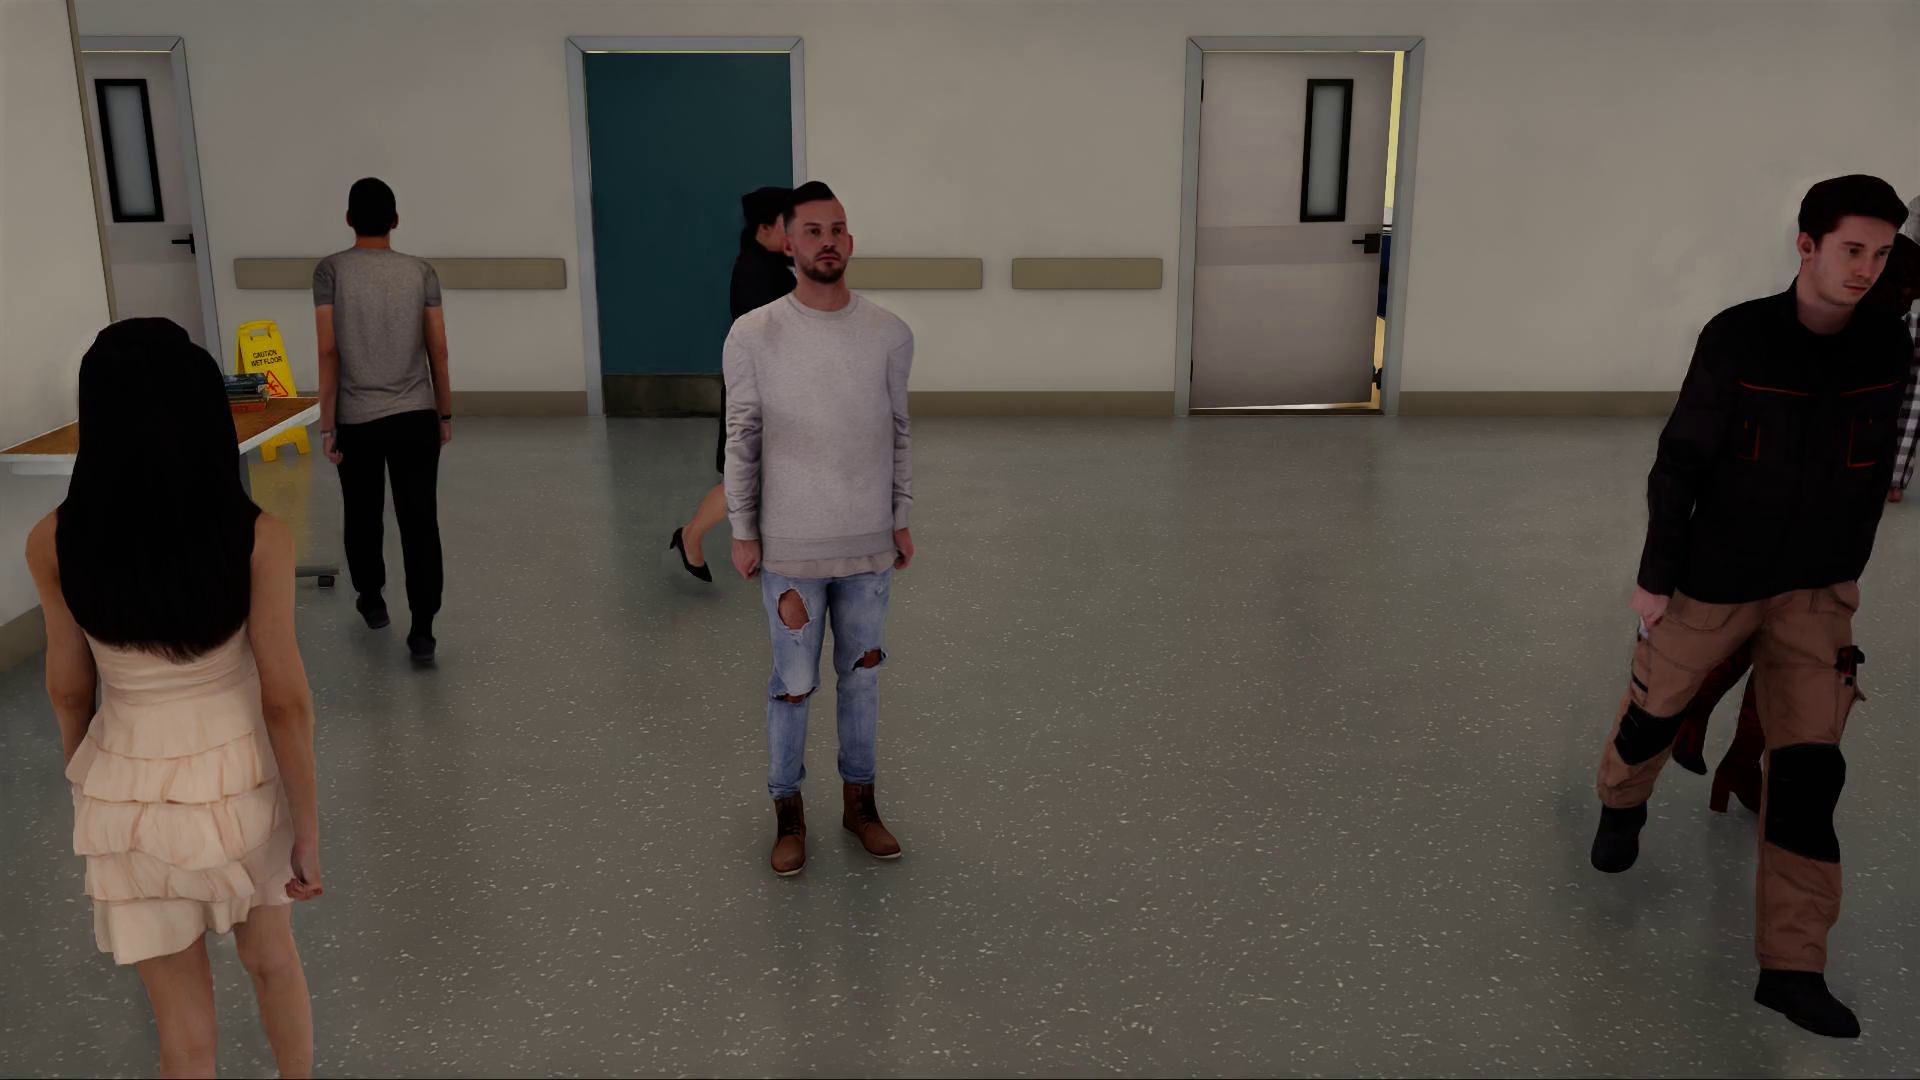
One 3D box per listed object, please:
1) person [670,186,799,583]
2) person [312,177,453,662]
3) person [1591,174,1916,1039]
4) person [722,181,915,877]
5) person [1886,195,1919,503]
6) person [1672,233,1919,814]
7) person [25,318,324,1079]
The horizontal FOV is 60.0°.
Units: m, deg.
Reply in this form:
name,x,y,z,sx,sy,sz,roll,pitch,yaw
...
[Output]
name,x,y,z,sx,sy,sz,roll,pitch,yaw
person,-0.845,-0.559,6.714,1.120,1.638,0.841,4,16,13
person,-2.074,-0.403,6.011,1.017,1.718,0.925,-7,17,-22
person,1.846,0.120,3.948,1.335,1.833,0.845,2,16,7
person,-0.366,-0.031,4.466,0.644,1.842,0.816,-6,17,-19
person,4.862,-1.091,8.216,0.676,1.847,0.772,11,19,35
person,2.280,-0.018,4.698,0.822,1.690,0.713,-4,16,-14
person,-1.282,0.527,2.728,0.850,1.711,0.776,-4,16,-15
